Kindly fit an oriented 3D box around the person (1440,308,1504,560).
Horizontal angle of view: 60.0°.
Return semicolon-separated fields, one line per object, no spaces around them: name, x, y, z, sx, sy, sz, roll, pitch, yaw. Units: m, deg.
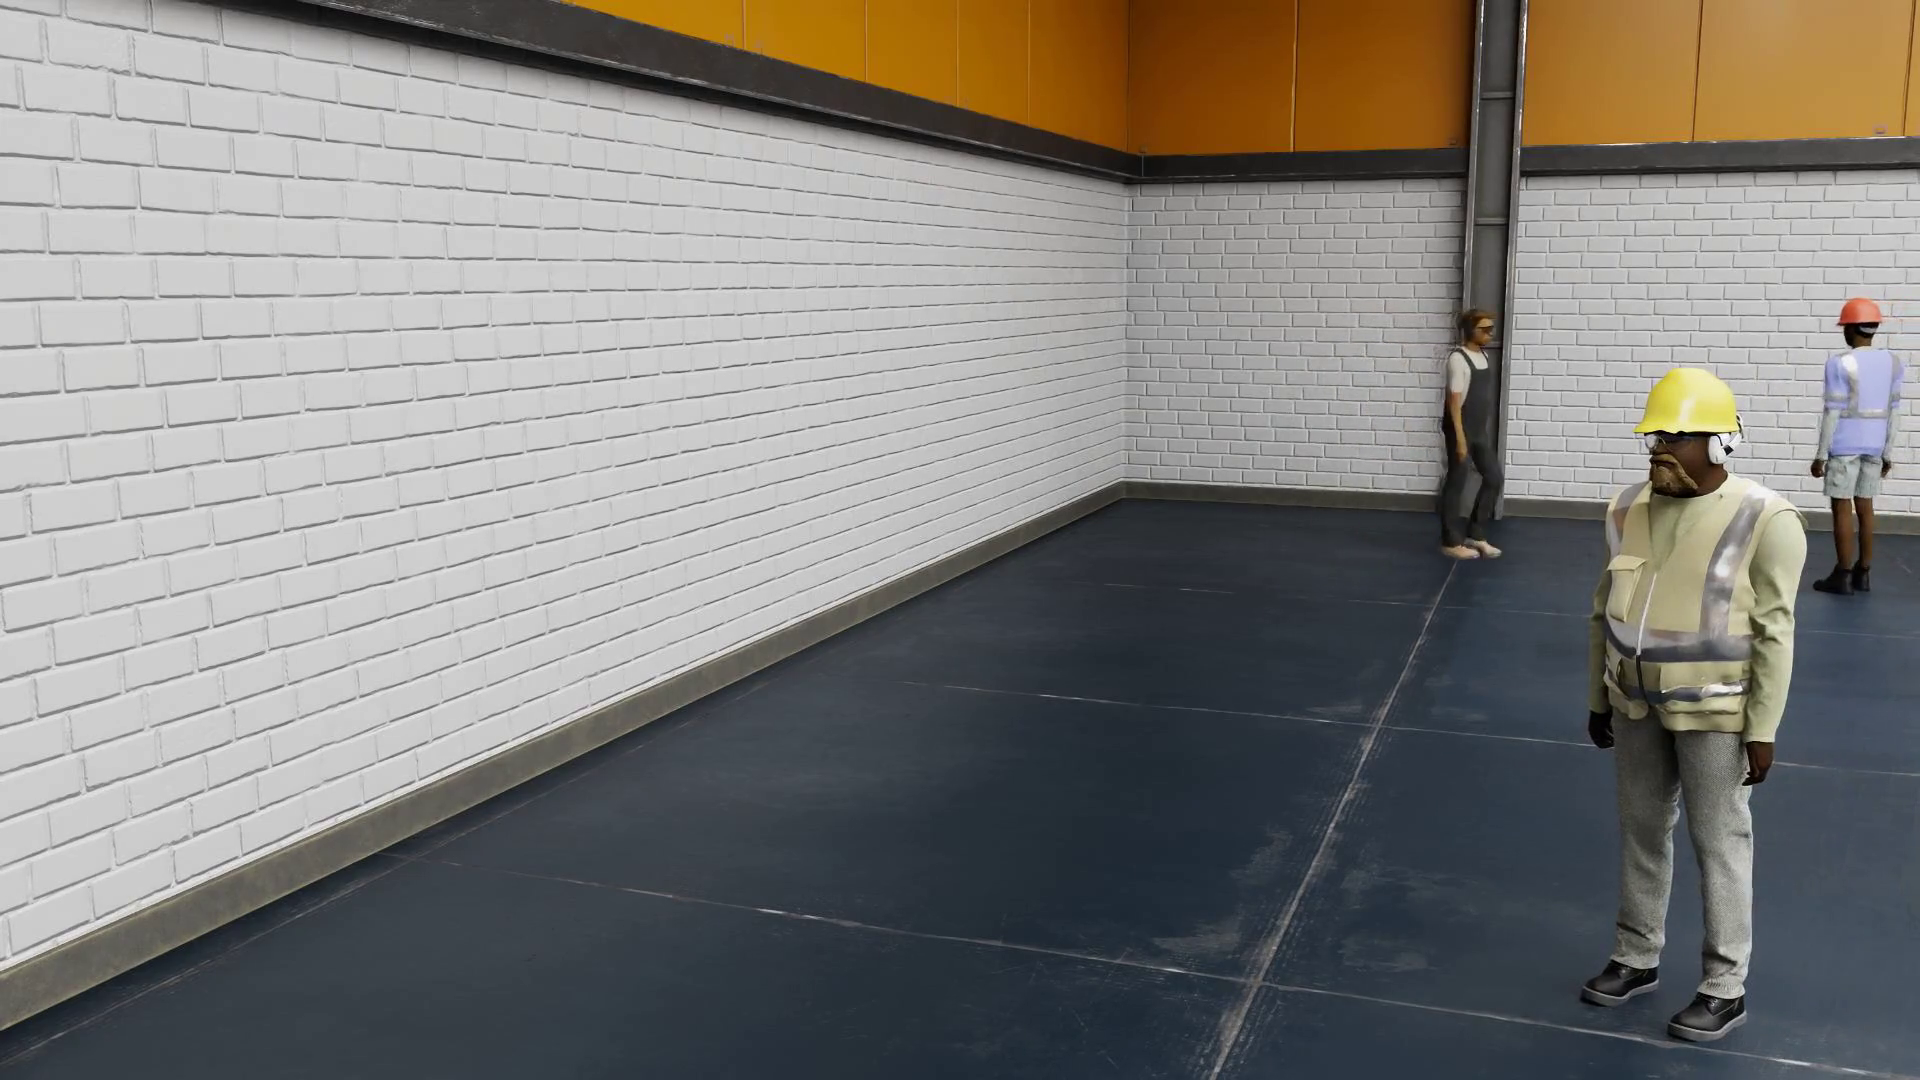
person;3.747;-0.750;12.013;0.540;1.830;0.560;-9;13;-44

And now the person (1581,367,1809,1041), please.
person;1.980;0.441;4.581;0.403;1.826;0.596;-6;11;-31

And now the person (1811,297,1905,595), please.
person;5.810;-0.611;10.831;0.551;1.933;0.378;-2;9;-13
